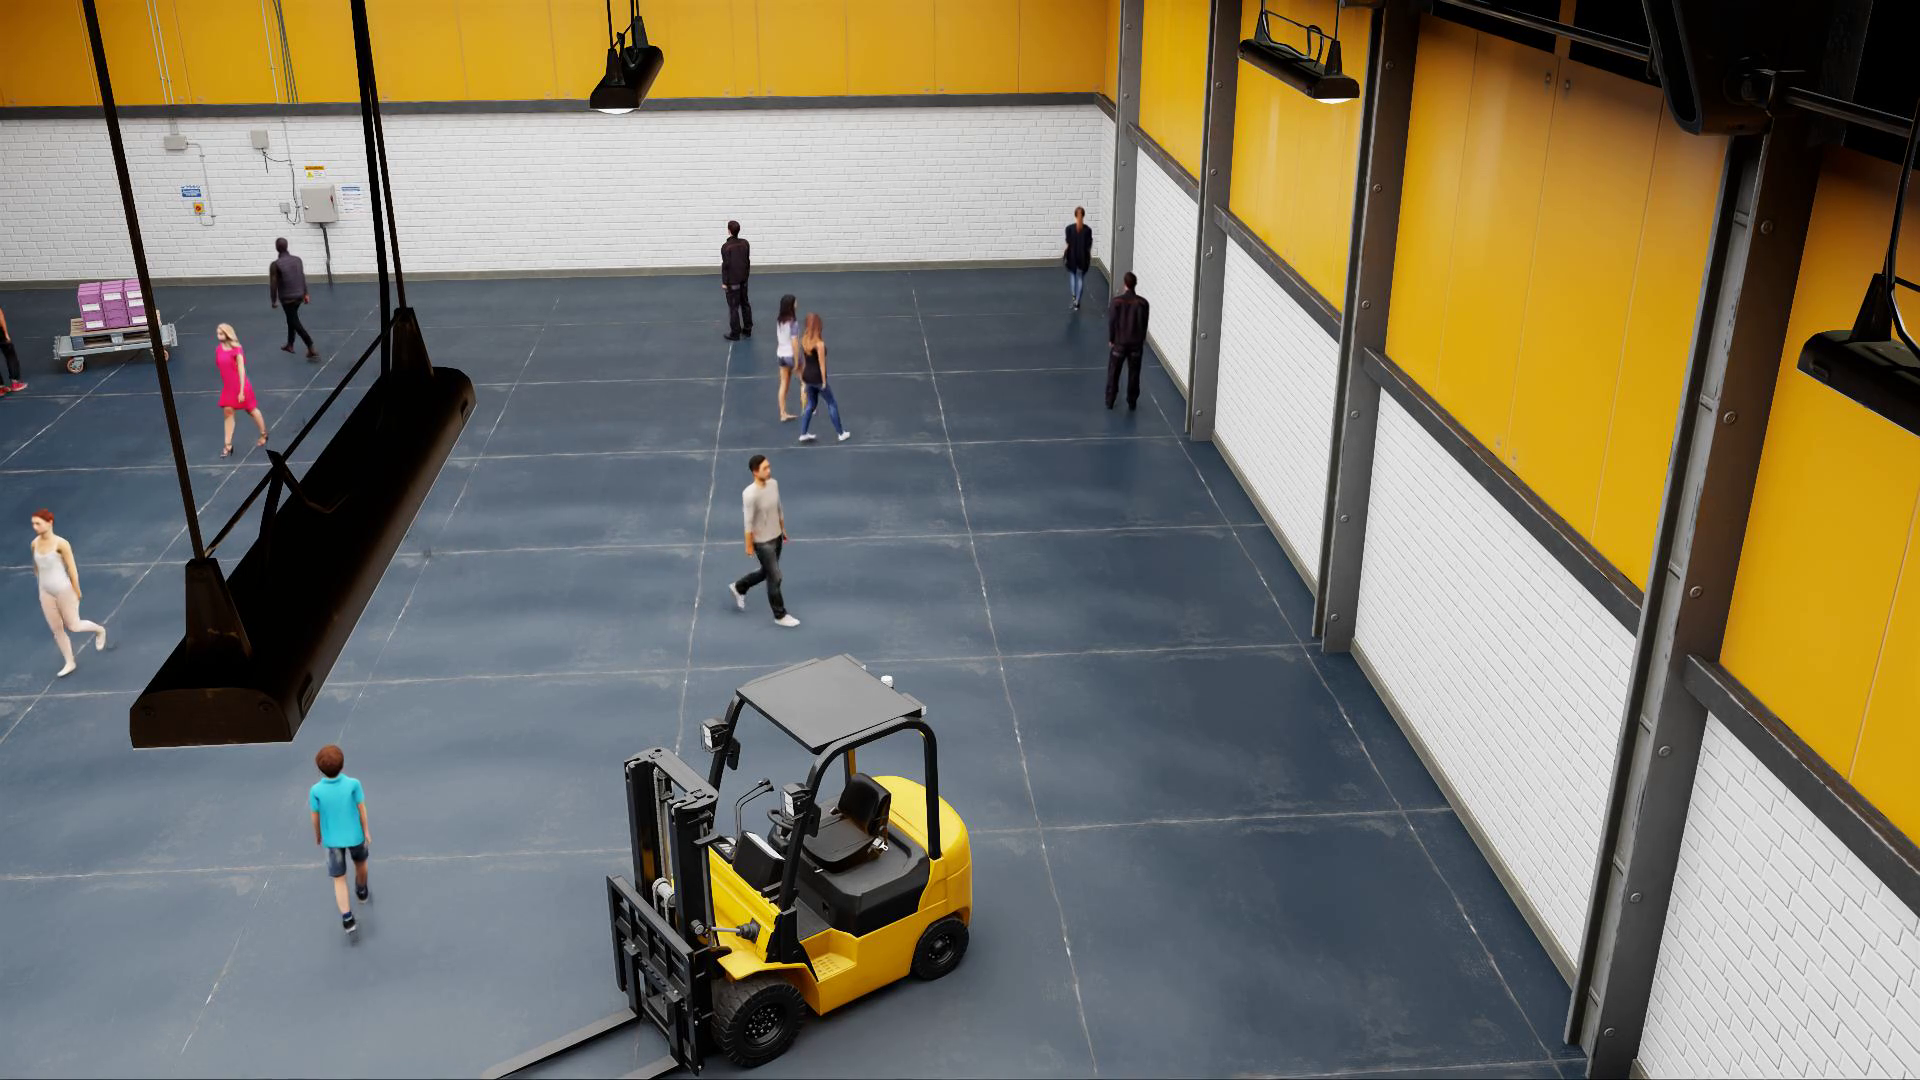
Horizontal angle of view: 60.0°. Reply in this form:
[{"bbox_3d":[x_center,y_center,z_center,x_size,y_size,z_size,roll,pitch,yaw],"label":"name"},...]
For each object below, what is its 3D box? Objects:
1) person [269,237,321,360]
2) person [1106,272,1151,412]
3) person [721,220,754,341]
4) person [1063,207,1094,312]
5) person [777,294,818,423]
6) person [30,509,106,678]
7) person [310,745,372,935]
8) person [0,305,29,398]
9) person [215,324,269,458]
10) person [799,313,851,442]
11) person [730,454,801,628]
[{"bbox_3d":[-9.851,-3.544,24.609,1.192,1.799,1.216,14,27,28],"label":"person"},{"bbox_3d":[2.283,-2.666,22.470,0.758,1.904,0.731,2,24,5],"label":"person"},{"bbox_3d":[-3.440,-4.010,25.624,0.838,1.839,0.777,19,30,36],"label":"person"},{"bbox_3d":[1.923,-4.549,27.116,0.780,1.632,1.153,2,24,5],"label":"person"},{"bbox_3d":[-2.327,-2.393,22.077,0.814,1.718,0.872,19,30,37],"label":"person"},{"bbox_3d":[-8.439,0.460,15.662,0.677,1.629,0.867,4,24,9],"label":"person"},{"bbox_3d":[-4.461,2.164,12.018,0.697,1.425,0.991,-9,25,-19],"label":"person"},{"bbox_3d":[-13.438,-2.832,23.041,0.673,1.749,0.679,-1,24,-1],"label":"person"},{"bbox_3d":[-9.067,-1.918,21.037,0.886,1.680,1.104,9,25,20],"label":"person"},{"bbox_3d":[-1.915,-2.030,21.302,0.993,1.674,0.947,-19,30,-37],"label":"person"},{"bbox_3d":[-2.005,-0.019,16.560,1.045,1.788,1.118,11,26,24],"label":"person"}]
